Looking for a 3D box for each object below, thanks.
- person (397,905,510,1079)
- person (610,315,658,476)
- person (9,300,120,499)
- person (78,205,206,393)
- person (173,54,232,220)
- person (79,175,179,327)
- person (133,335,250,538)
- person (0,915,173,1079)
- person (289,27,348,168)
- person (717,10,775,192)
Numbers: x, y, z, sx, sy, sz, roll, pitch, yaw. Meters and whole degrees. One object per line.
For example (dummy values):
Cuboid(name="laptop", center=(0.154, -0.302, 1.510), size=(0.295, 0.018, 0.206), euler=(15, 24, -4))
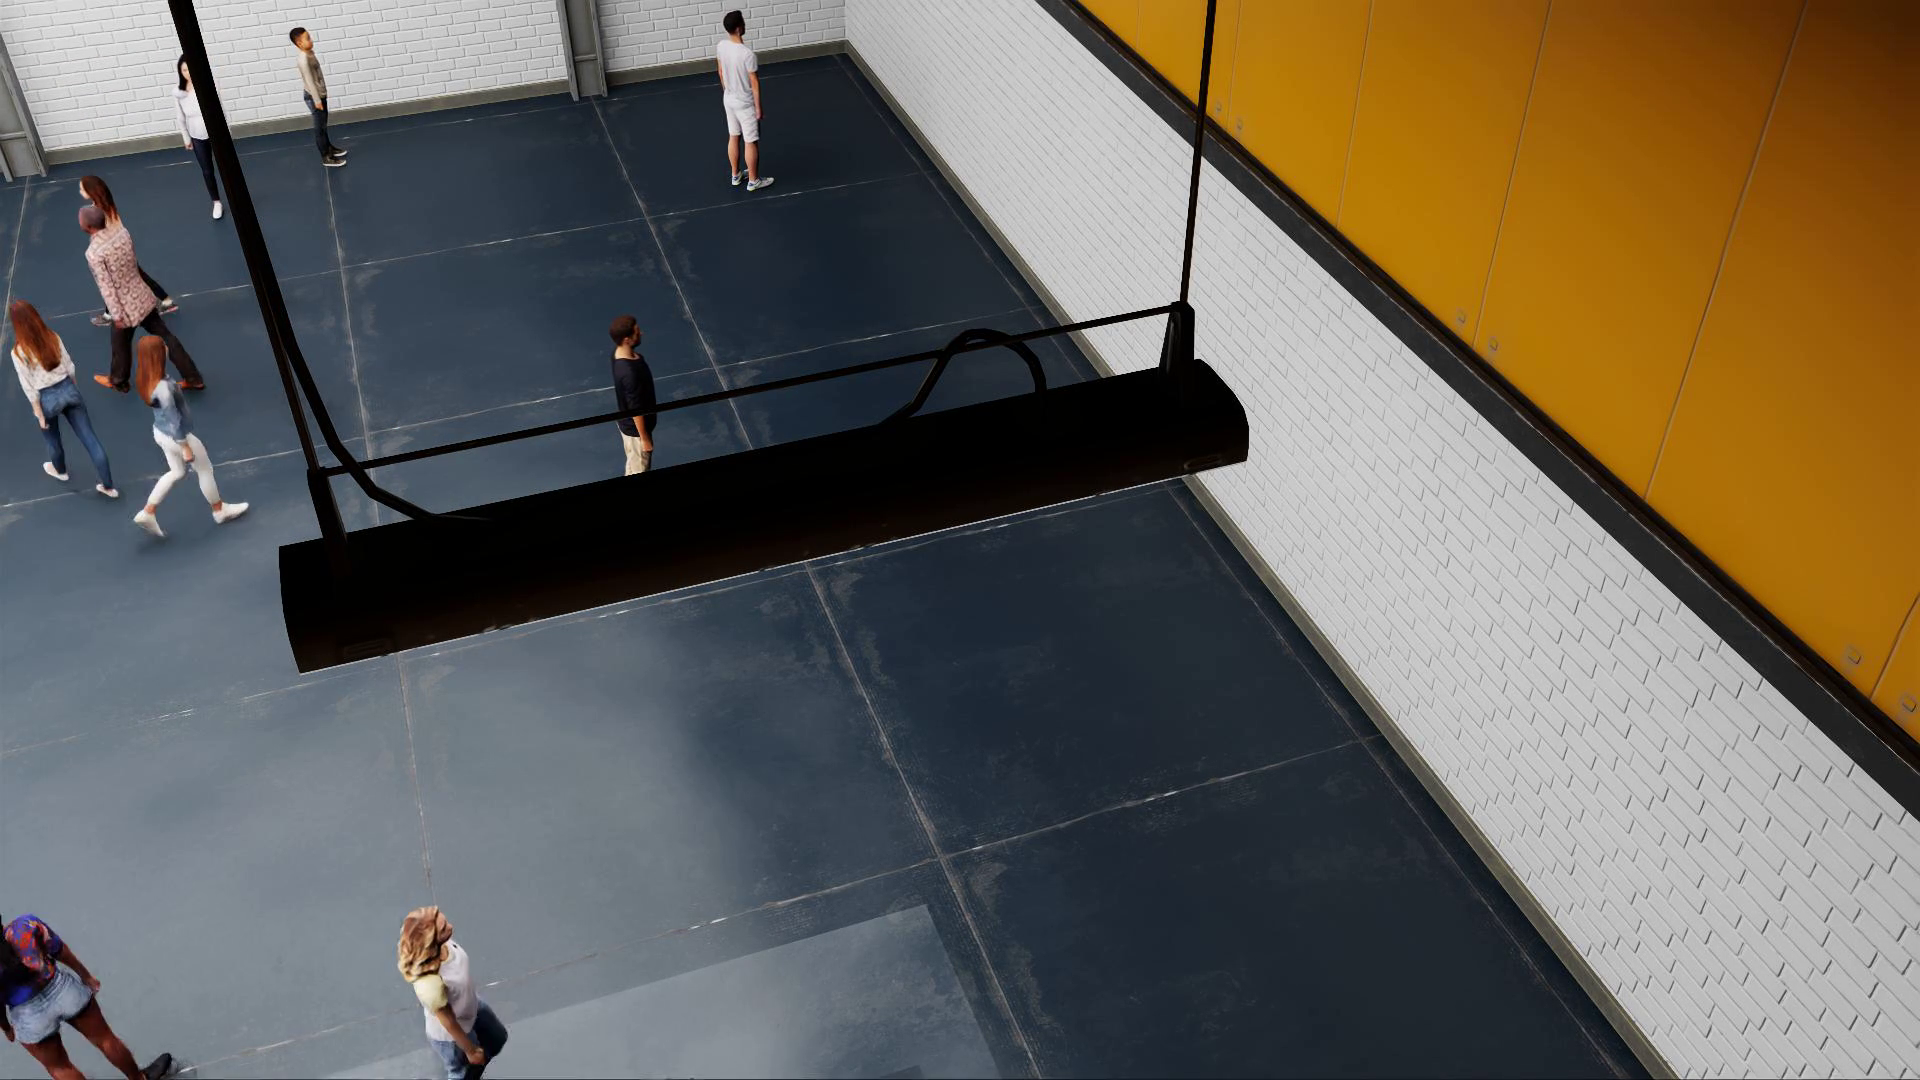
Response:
Cuboid(name="person", center=(-2.647, 2.460, 8.404), size=(0.650, 1.710, 0.669), euler=(-7, 39, -9))
Cuboid(name="person", center=(-2.431, -0.857, 12.445), size=(0.546, 1.851, 0.634), euler=(-12, 40, -14))
Cuboid(name="person", center=(-6.883, -1.034, 12.790), size=(1.003, 1.696, 1.032), euler=(24, 45, 27))
Cuboid(name="person", center=(-6.842, -1.943, 13.880), size=(1.309, 1.758, 1.136), euler=(8, 39, 10))
Cuboid(name="person", center=(-7.458, -4.016, 16.523), size=(0.512, 1.698, 0.692), euler=(-8, 39, -10))
Cuboid(name="person", center=(-7.515, -2.593, 14.943), size=(1.002, 1.447, 0.652), euler=(-9, 39, -11))
Cuboid(name="person", center=(-5.953, -0.730, 12.427), size=(1.126, 1.675, 0.891), euler=(-31, 48, -33))
Cuboid(name="person", center=(-4.581, 2.378, 8.495), size=(0.903, 1.726, 0.778), euler=(31, 48, 33))
Cuboid(name="person", center=(-6.807, -4.693, 17.557), size=(0.553, 1.465, 0.585), euler=(-6, 39, -8))
Cuboid(name="person", center=(-2.239, -4.493, 16.995), size=(0.762, 1.854, 0.751), euler=(27, 46, 30))
